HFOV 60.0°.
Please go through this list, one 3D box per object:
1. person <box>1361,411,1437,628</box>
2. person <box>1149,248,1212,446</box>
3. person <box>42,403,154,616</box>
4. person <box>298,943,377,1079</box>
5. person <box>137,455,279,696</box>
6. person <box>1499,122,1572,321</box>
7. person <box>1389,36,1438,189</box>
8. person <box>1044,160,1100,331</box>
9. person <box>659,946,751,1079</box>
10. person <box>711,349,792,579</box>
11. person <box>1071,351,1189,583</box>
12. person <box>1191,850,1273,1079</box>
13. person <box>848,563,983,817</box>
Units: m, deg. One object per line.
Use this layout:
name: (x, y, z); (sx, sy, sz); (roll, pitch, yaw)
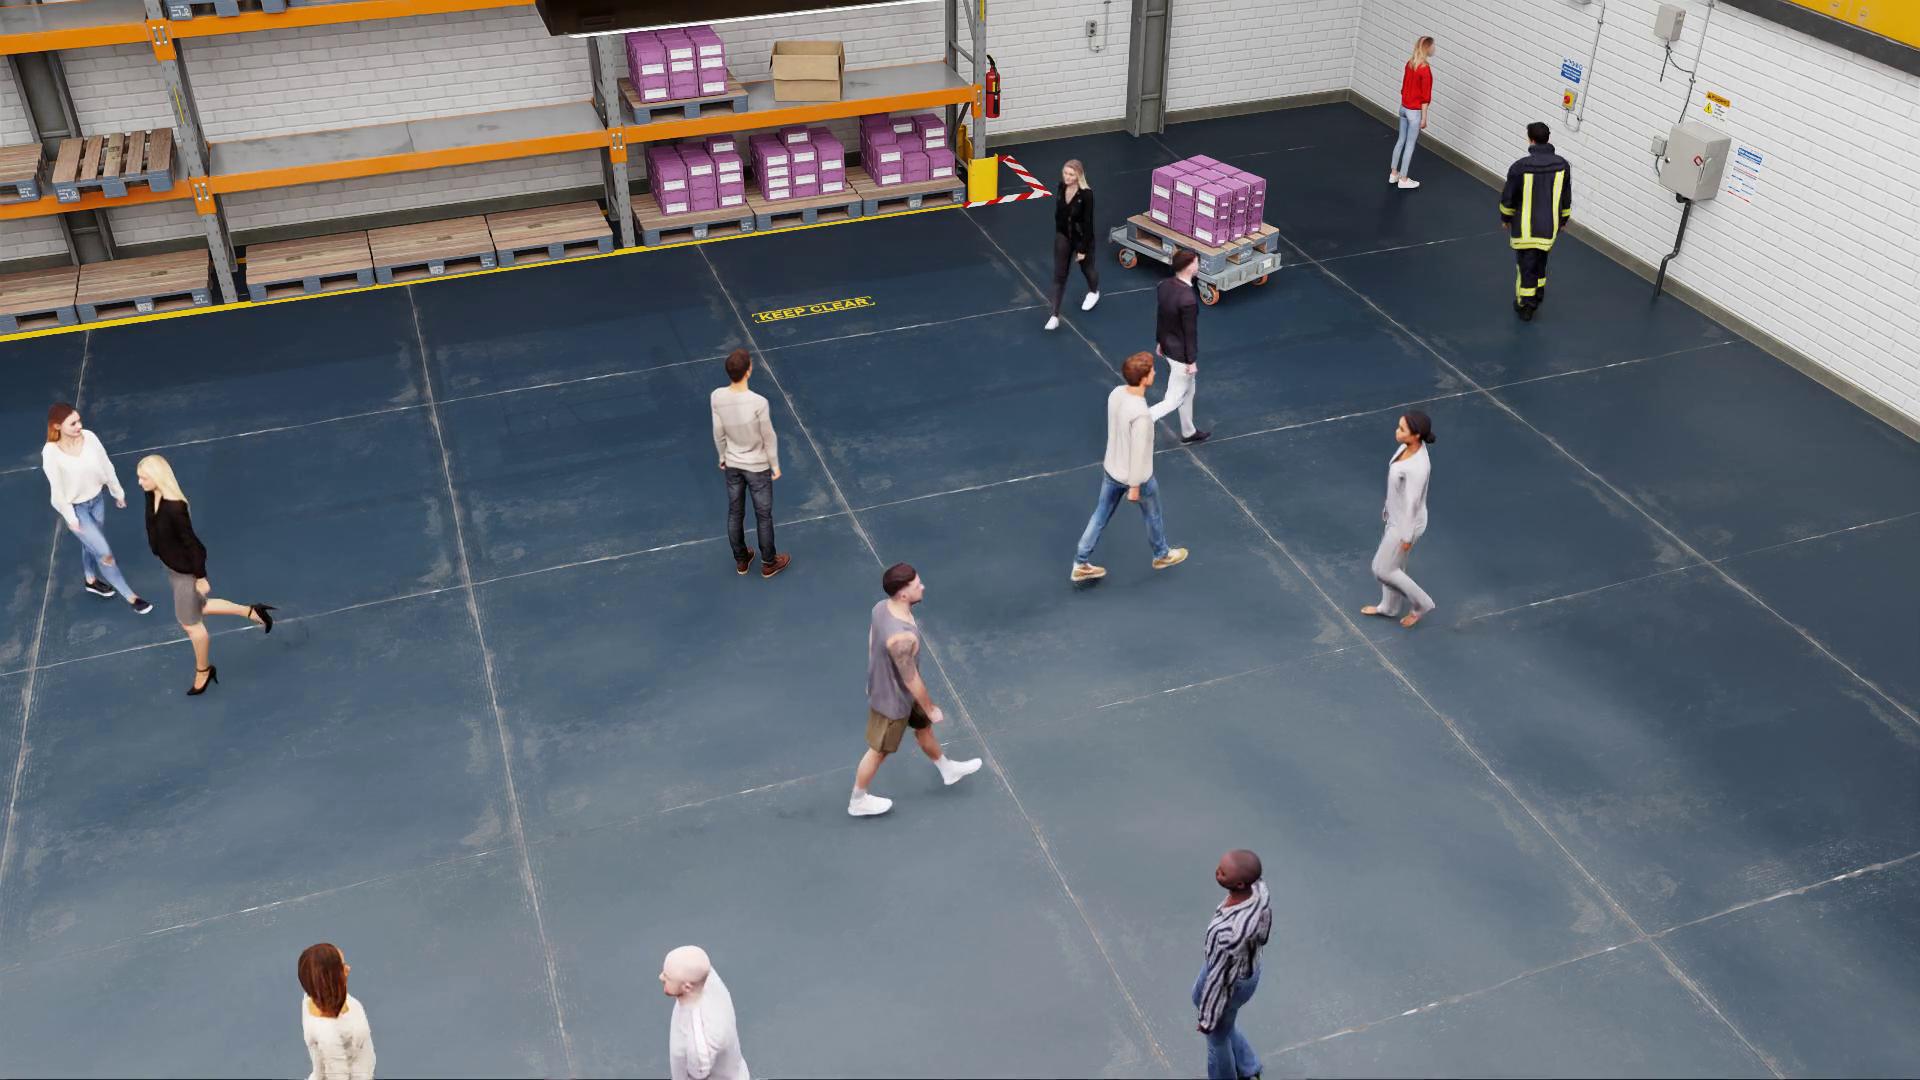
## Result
person: (3.214, -0.141, 11.717); (0.871, 1.724, 0.808); (5, 34, 8)
person: (1.727, -1.510, 13.692); (1.127, 1.817, 0.688); (-10, 35, -15)
person: (-6.346, -0.238, 11.930); (1.088, 1.649, 1.033); (17, 37, 24)
person: (-2.934, 2.549, 7.717); (0.636, 1.671, 0.629); (-10, 35, -14)
person: (-5.079, 0.190, 11.122); (0.914, 1.829, 1.087); (25, 41, 32)
person: (5.537, -3.029, 15.907); (0.789, 1.894, 0.960); (5, 34, 7)
person: (5.118, -4.844, 18.808); (0.482, 1.705, 0.615); (-11, 35, -16)
person: (1.147, -2.853, 15.879); (1.076, 1.633, 1.209); (20, 39, 27)
person: (-1.026, 2.548, 7.626); (1.246, 1.773, 0.761); (-8, 34, -11)
person: (-1.564, -0.555, 12.209); (0.723, 1.868, 0.803); (11, 35, 17)
person: (1.138, -0.469, 12.092); (1.207, 1.855, 0.744); (-14, 36, -20)
person: (1.406, 2.196, 8.150); (0.843, 1.780, 0.793); (11, 35, 17)
person: (-0.470, 0.948, 10.018); (1.164, 1.803, 0.752); (-6, 34, -9)
